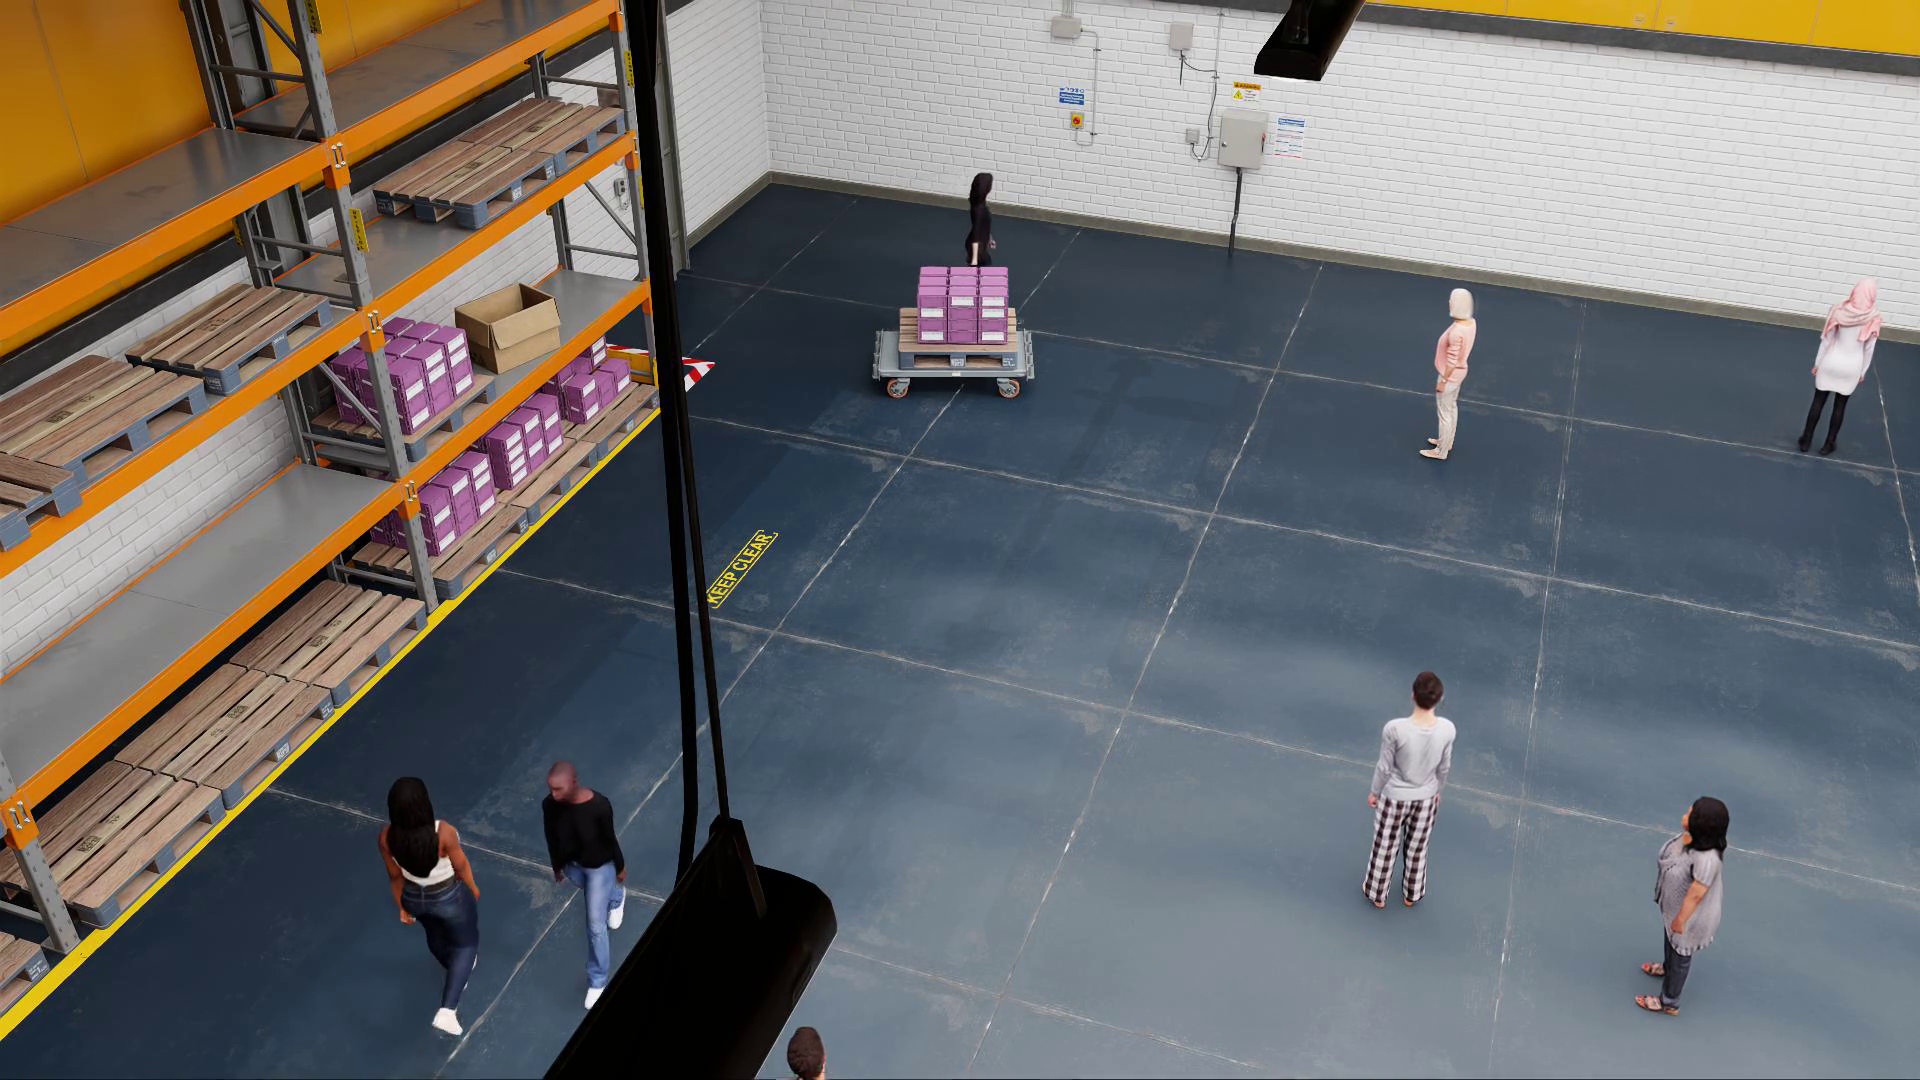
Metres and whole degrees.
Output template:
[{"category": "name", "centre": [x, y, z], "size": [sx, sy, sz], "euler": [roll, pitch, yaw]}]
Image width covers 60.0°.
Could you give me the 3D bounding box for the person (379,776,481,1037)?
[{"category": "person", "centre": [-3.144, 2.205, 9.933], "size": [0.804, 1.786, 1.108], "euler": [2, 34, 3]}]

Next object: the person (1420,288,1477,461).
[{"category": "person", "centre": [4.631, -1.569, 15.666], "size": [0.703, 1.725, 0.524], "euler": [18, 38, 25]}]

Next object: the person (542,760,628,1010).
[{"category": "person", "centre": [-2.296, 1.972, 10.358], "size": [0.770, 1.704, 1.218], "euler": [4, 34, 6]}]

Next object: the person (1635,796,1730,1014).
[{"category": "person", "centre": [4.446, 2.194, 10.114], "size": [0.707, 1.604, 0.613], "euler": [14, 36, 20]}]

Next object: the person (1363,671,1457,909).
[{"category": "person", "centre": [2.894, 1.632, 10.739], "size": [0.703, 1.847, 0.674], "euler": [-1, 34, -2]}]

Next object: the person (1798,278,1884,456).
[{"category": "person", "centre": [8.316, -1.638, 15.698], "size": [0.658, 1.804, 0.623], "euler": [16, 37, 22]}]

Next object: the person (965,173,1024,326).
[{"category": "person", "centre": [0.102, -3.083, 17.902], "size": [0.921, 1.771, 1.051], "euler": [-1, 34, -2]}]
